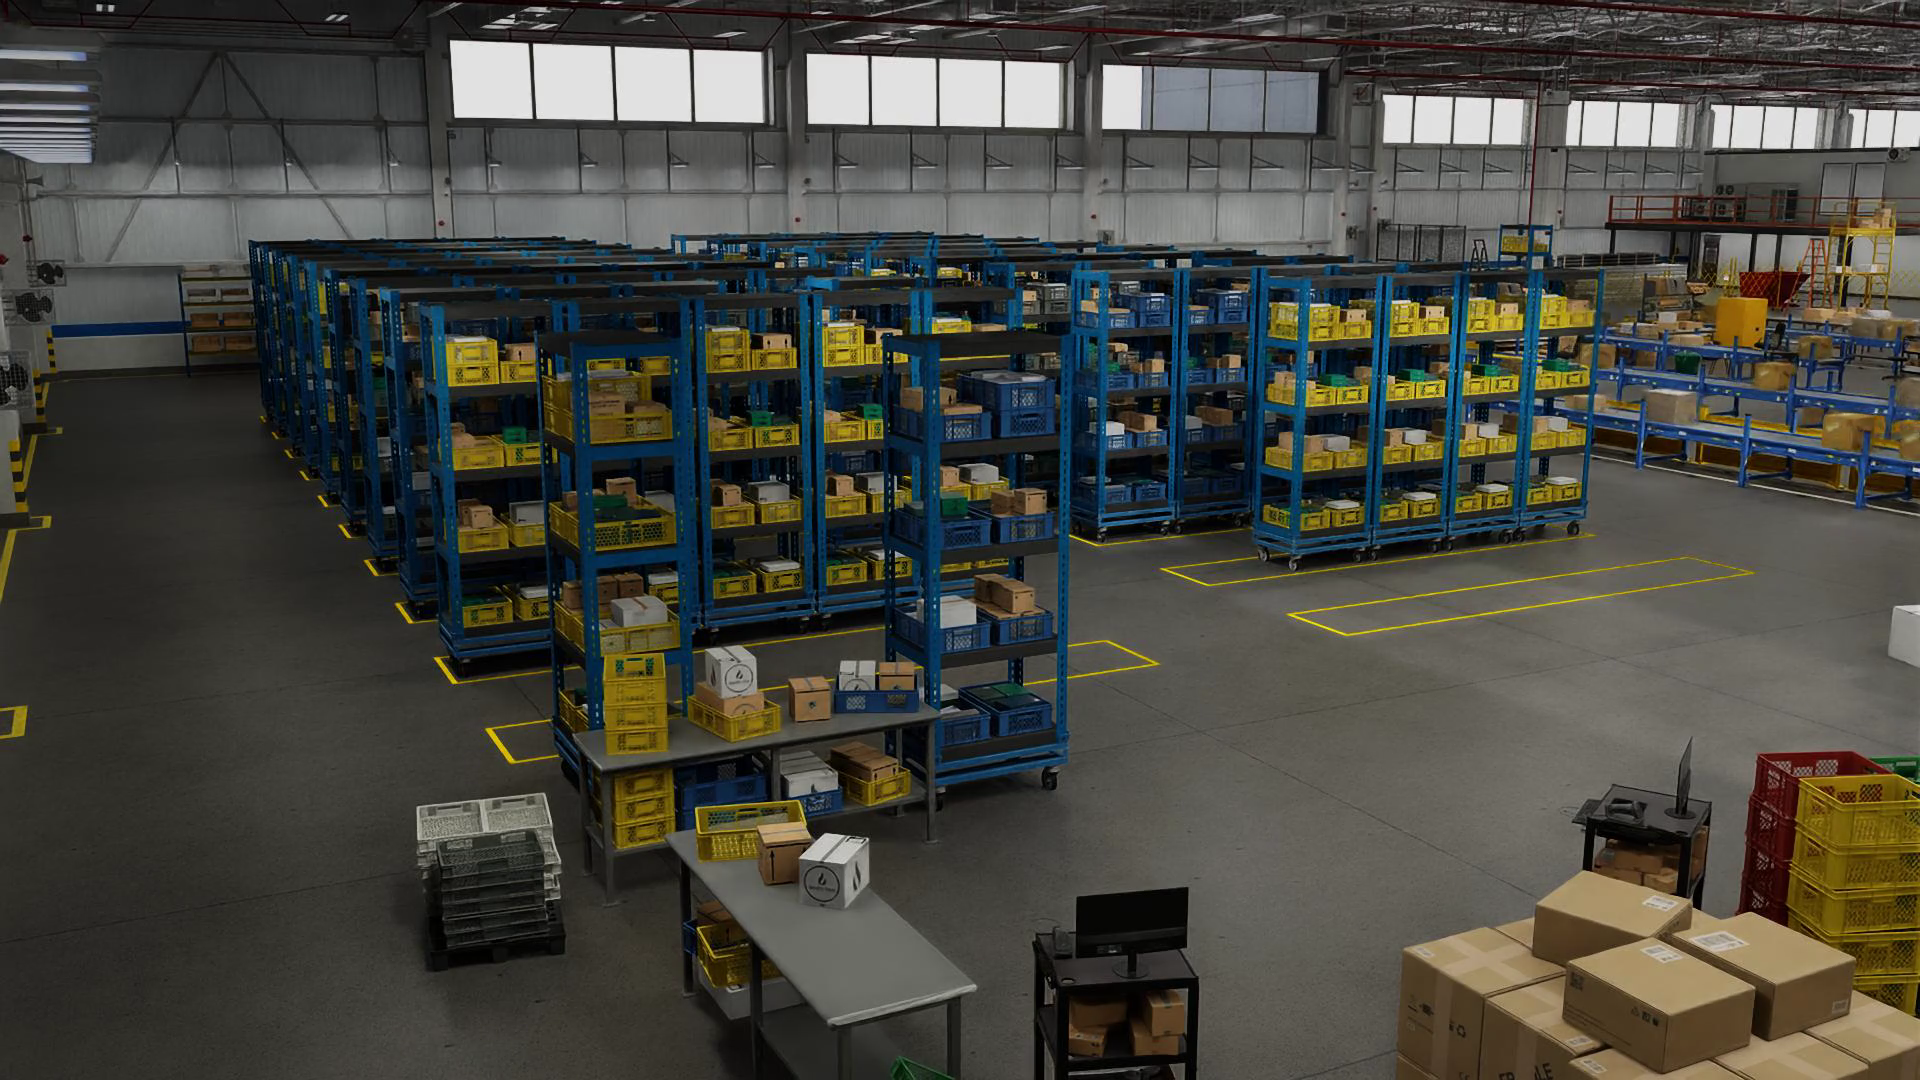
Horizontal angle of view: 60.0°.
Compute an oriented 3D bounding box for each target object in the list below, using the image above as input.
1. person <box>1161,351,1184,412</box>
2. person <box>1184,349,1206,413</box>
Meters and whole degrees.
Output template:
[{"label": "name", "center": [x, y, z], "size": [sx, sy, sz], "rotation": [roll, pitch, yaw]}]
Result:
[{"label": "person", "center": [4.225, -3.120, 32.603], "size": [0.583, 1.816, 0.780], "rotation": [-7, 14, -30]}, {"label": "person", "center": [4.669, -3.388, 33.500], "size": [0.607, 1.987, 1.112], "rotation": [0, 12, 0]}]
